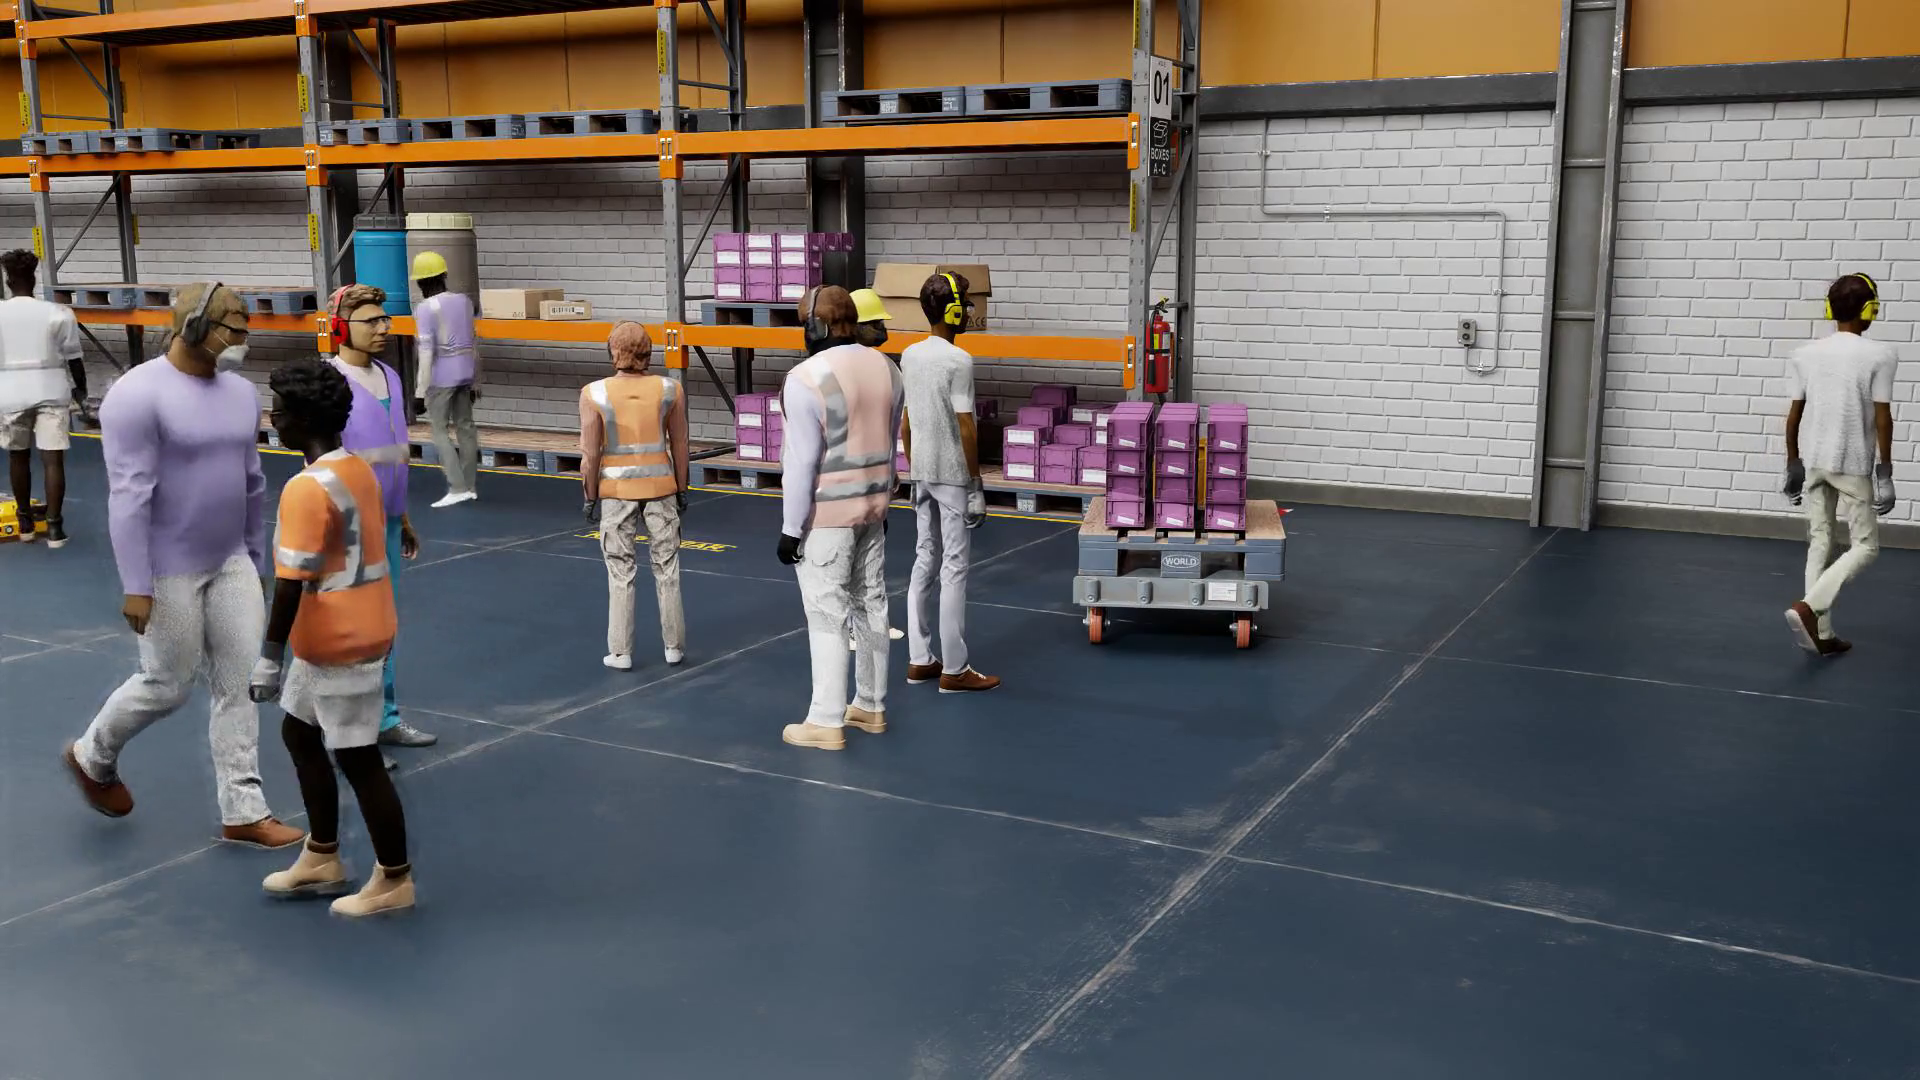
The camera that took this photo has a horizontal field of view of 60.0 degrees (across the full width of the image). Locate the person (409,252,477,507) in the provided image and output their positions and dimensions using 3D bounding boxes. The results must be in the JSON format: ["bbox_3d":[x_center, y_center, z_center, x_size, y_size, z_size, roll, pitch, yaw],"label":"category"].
[{"bbox_3d":[-3.862,-1.202,12.569,0.433,1.902,0.642,4,11,22],"label":"person"}]

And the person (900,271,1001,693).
[{"bbox_3d":[-0.057,-0.252,7.424,0.328,1.872,0.510,-8,13,-38],"label":"person"}]

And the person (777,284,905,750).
[{"bbox_3d":[-0.500,-0.088,6.620,0.429,1.838,0.622,8,13,36],"label":"person"}]

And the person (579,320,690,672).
[{"bbox_3d":[-1.509,-0.200,7.763,0.514,1.642,0.310,-4,11,-23],"label":"person"}]

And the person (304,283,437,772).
[{"bbox_3d":[-2.301,-0.052,6.400,0.389,1.844,0.563,2,11,11],"label":"person"}]

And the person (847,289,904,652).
[{"bbox_3d":[-0.476,-0.346,8.214,0.296,1.772,0.533,7,12,32],"label":"person"}]

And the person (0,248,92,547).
[{"bbox_3d":[-6.113,-0.942,11.007,0.623,1.943,0.731,-5,11,-24],"label":"person"}]

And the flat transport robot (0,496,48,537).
[{"bbox_3d":[-6.899,-0.187,11.450,1.431,0.197,0.652,7,13,35],"label":"flat transport robot"}]

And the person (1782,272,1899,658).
[{"bbox_3d":[4.146,-0.328,7.874,0.532,1.858,0.544,-6,12,-31],"label":"person"}]

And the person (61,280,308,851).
[{"bbox_3d":[-2.612,0.092,5.532,0.857,1.893,0.658,3,11,18],"label":"person"}]

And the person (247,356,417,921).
[{"bbox_3d":[-1.915,0.309,4.866,0.592,1.680,0.539,-2,10,-9],"label":"person"}]
